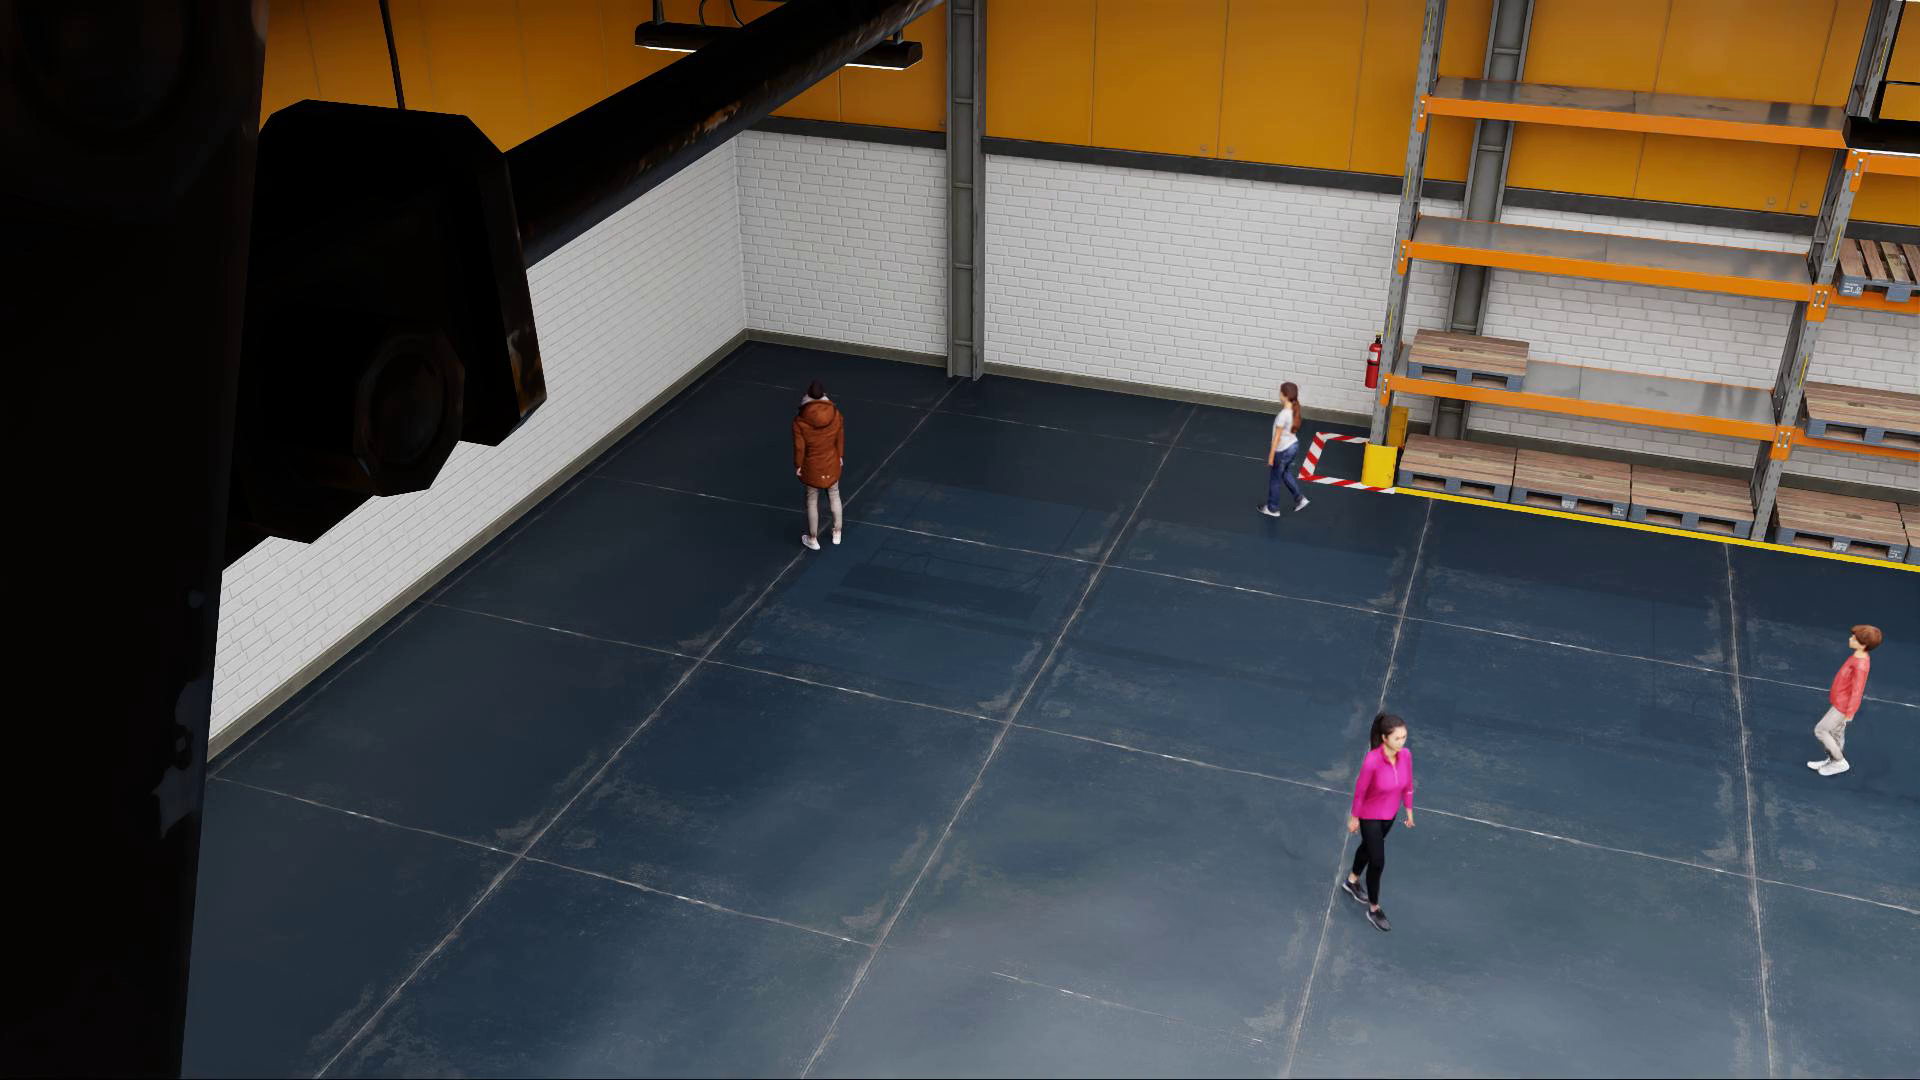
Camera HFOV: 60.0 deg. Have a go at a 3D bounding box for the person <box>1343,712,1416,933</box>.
[{"bbox_3d":[2.981,1.945,12.106,0.882,1.682,0.958,-15,32,-25],"label":"person"}]

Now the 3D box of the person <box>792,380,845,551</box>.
[{"bbox_3d":[-1.423,-0.772,16.923,0.856,1.839,0.916,-13,31,-22],"label":"person"}]

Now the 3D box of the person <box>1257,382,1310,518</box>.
[{"bbox_3d":[3.473,-0.935,17.517,0.861,1.556,0.701,22,35,34],"label":"person"}]

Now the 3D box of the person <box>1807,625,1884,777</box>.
[{"bbox_3d":[7.270,1.330,13.522,0.586,1.406,0.562,15,32,25],"label":"person"}]
